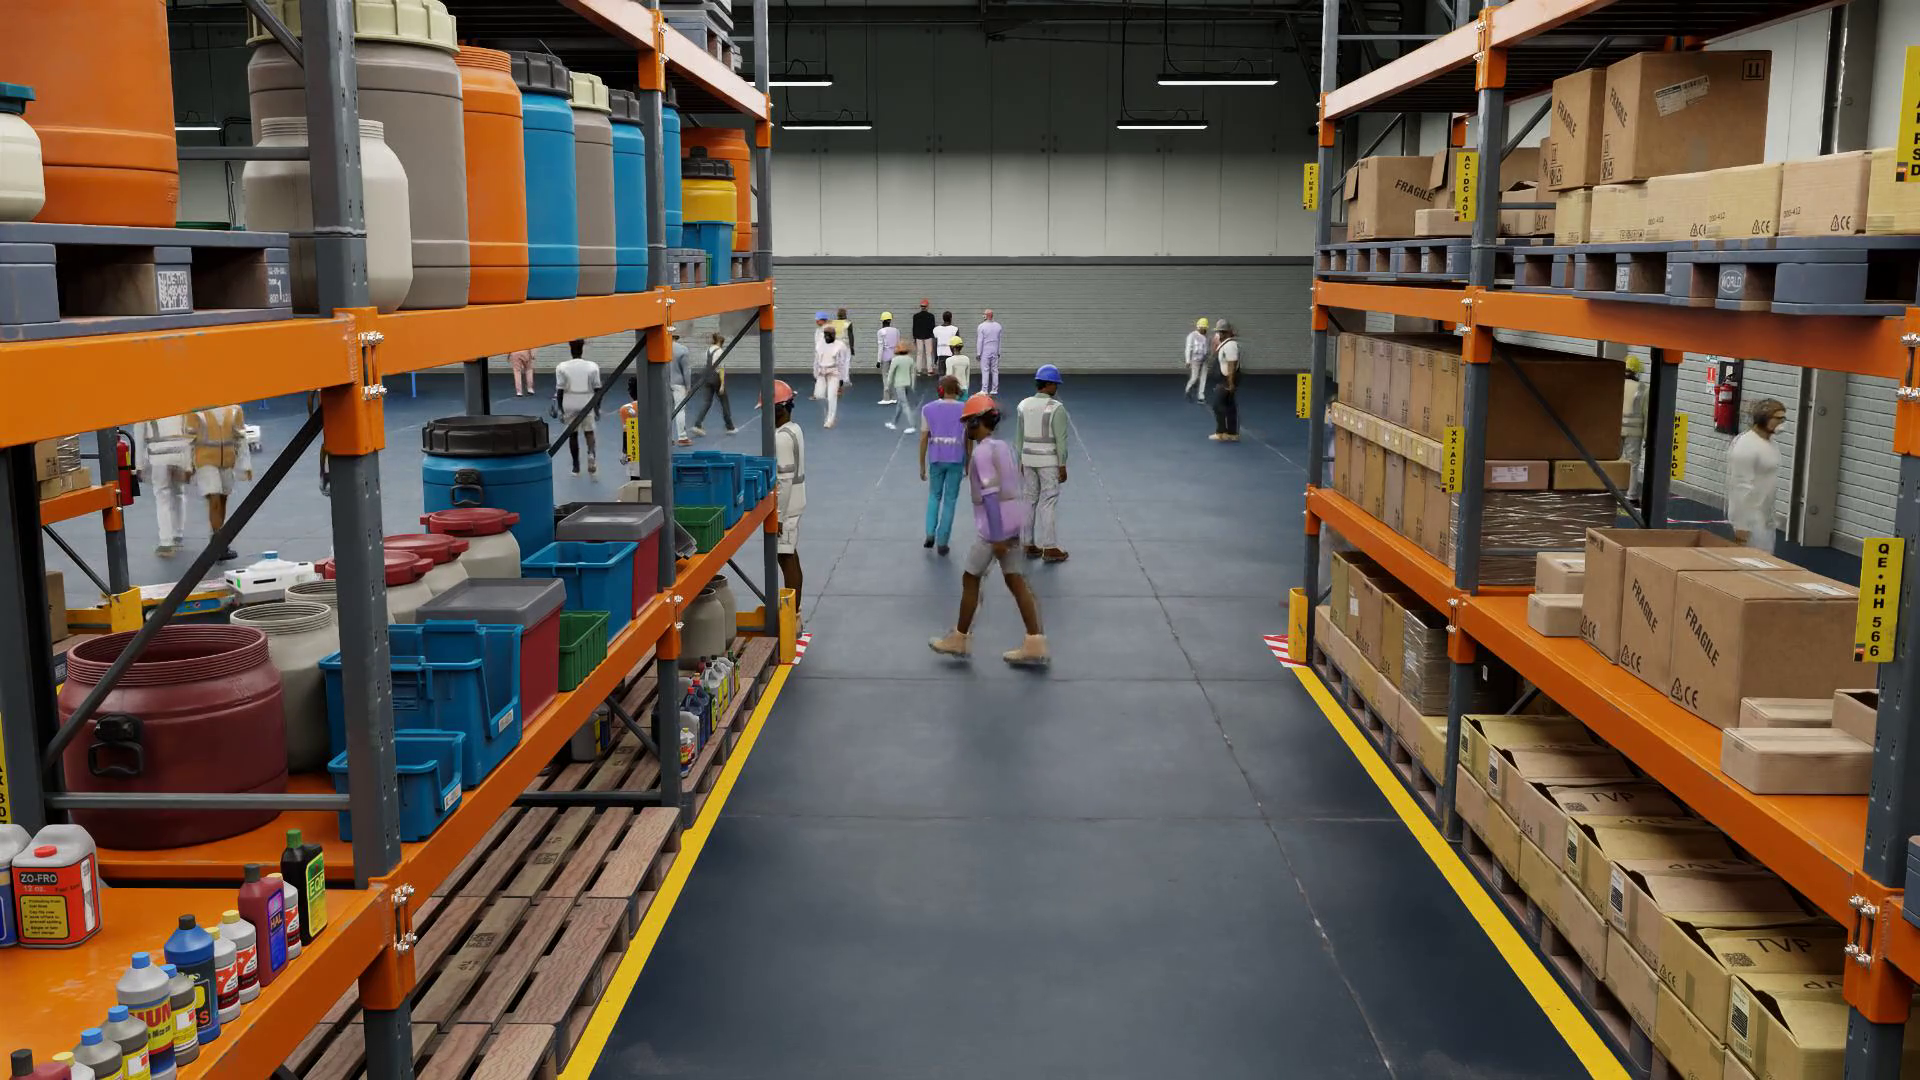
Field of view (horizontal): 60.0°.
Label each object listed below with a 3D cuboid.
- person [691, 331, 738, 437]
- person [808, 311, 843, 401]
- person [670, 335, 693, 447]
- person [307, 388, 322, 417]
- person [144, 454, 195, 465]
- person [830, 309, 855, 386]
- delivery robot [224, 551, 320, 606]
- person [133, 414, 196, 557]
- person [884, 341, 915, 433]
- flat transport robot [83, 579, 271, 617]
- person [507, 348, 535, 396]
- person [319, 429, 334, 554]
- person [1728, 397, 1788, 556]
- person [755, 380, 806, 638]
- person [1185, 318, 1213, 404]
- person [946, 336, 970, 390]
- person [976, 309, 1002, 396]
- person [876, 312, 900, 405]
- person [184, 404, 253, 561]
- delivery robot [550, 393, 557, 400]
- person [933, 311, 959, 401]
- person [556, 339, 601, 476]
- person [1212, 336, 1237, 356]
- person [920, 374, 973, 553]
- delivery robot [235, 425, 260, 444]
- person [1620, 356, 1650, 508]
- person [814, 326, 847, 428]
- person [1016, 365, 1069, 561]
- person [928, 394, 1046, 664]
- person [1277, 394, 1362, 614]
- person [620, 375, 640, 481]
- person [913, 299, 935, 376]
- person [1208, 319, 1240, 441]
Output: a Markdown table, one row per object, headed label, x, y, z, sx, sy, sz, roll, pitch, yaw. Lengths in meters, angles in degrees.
| label | x | y | z | sx | sy | sz | roll | pitch | yaw |
| --- | --- | --- | --- | --- | --- | --- | --- | --- | --- |
| person | -4.214 | -2.666 | 28.379 | 0.507 | 1.805 | 0.937 | 8 | 12 | 38 |
| person | -2.895 | -3.957 | 35.693 | 0.721 | 1.925 | 0.621 | -8 | 12 | -39 |
| person | -4.615 | -2.488 | 26.854 | 0.631 | 1.940 | 0.372 | 4 | 10 | 21 |
| person | -11.659 | -3.033 | 30.153 | 0.542 | 1.927 | 0.374 | 4 | 10 | 23 |
| person | -11.466 | -1.980 | 24.106 | 0.846 | 1.849 | 0.588 | -5 | 11 | -29 |
| person | -2.838 | -4.613 | 39.952 | 0.671 | 1.831 | 0.429 | 4 | 10 | 24 |
| delivery robot | -5.755 | 0.335 | 13.925 | 0.707 | 0.478 | 0.477 | -8 | 13 | -41 |
| person | -8.114 | -0.794 | 16.974 | 0.633 | 1.856 | 0.698 | -9 | 13 | -43 |
| person | -1.042 | -2.670 | 28.991 | 0.859 | 1.586 | 0.501 | 8 | 12 | 40 |
| flat transport robot | -6.555 | 0.503 | 14.050 | 1.431 | 0.197 | 0.652 | -8 | 12 | -38 |
| person | -9.755 | -4.150 | 36.986 | 0.654 | 1.884 | 0.810 | -2 | 10 | -10 |
| person | -5.957 | -0.638 | 16.136 | 0.513 | 1.813 | 0.982 | -4 | 10 | -23 |
| person | 6.119 | -0.133 | 12.763 | 0.415 | 1.929 | 0.657 | 9 | 13 | 43 |
| person | -1.412 | -0.247 | 13.138 | 0.382 | 2.038 | 0.606 | 0 | 9 | 0 |
| person | 5.023 | -3.785 | 35.028 | 0.630 | 1.802 | 0.571 | -4 | 10 | -22 |
| person | -0.060 | -2.419 | 26.957 | 0.327 | 1.767 | 0.533 | 9 | 13 | 43 |
| person | 0.627 | -4.187 | 37.115 | 0.646 | 1.913 | 0.409 | -7 | 12 | -35 |
| person | -1.519 | -3.791 | 34.690 | 0.383 | 1.924 | 0.594 | 9 | 13 | 43 |
| person | -7.331 | -0.747 | 16.494 | 0.870 | 1.908 | 0.587 | 9 | 13 | 42 |
| delivery robot | -7.673 | -2.813 | 32.006 | 0.335 | 0.223 | 0.698 | -5 | 11 | -29 |
| person | -0.284 | -3.896 | 35.348 | 0.597 | 1.916 | 0.370 | 3 | 10 | 18 |
| person | -5.262 | -1.845 | 22.977 | 0.609 | 1.952 | 0.553 | -3 | 10 | -20 |
| person | 5.601 | -3.802 | 35.313 | 0.542 | 1.738 | 0.670 | 0 | 9 | 0 |
| person | -0.120 | -0.784 | 17.020 | 0.567 | 1.810 | 0.516 | 1 | 10 | 5 |
| delivery robot | -11.237 | -1.644 | 25.779 | 0.477 | 0.478 | 0.707 | 6 | 11 | 33 |
| person | 8.075 | -1.305 | 20.154 | 0.622 | 1.816 | 0.403 | 8 | 12 | 38 |
| person | -2.330 | -2.931 | 29.853 | 0.641 | 1.823 | 0.467 | 4 | 10 | 23 |
| person | 0.835 | -0.773 | 16.580 | 0.610 | 1.936 | 0.410 | 9 | 13 | 44 |
| person | 0.204 | -0.082 | 12.327 | 1.021 | 1.973 | 0.613 | 4 | 10 | 24 |
| person | 3.052 | -0.241 | 13.522 | 0.960 | 1.891 | 0.644 | 0 | 9 | -2 |
| person | -3.575 | -0.989 | 18.595 | 0.322 | 1.697 | 0.530 | 7 | 12 | 38 |
| person | -0.927 | -5.285 | 43.432 | 0.610 | 1.996 | 0.384 | 3 | 10 | 17 |
| person | 4.338 | -2.636 | 27.560 | 0.654 | 2.000 | 0.695 | 1 | 10 | 5 |
